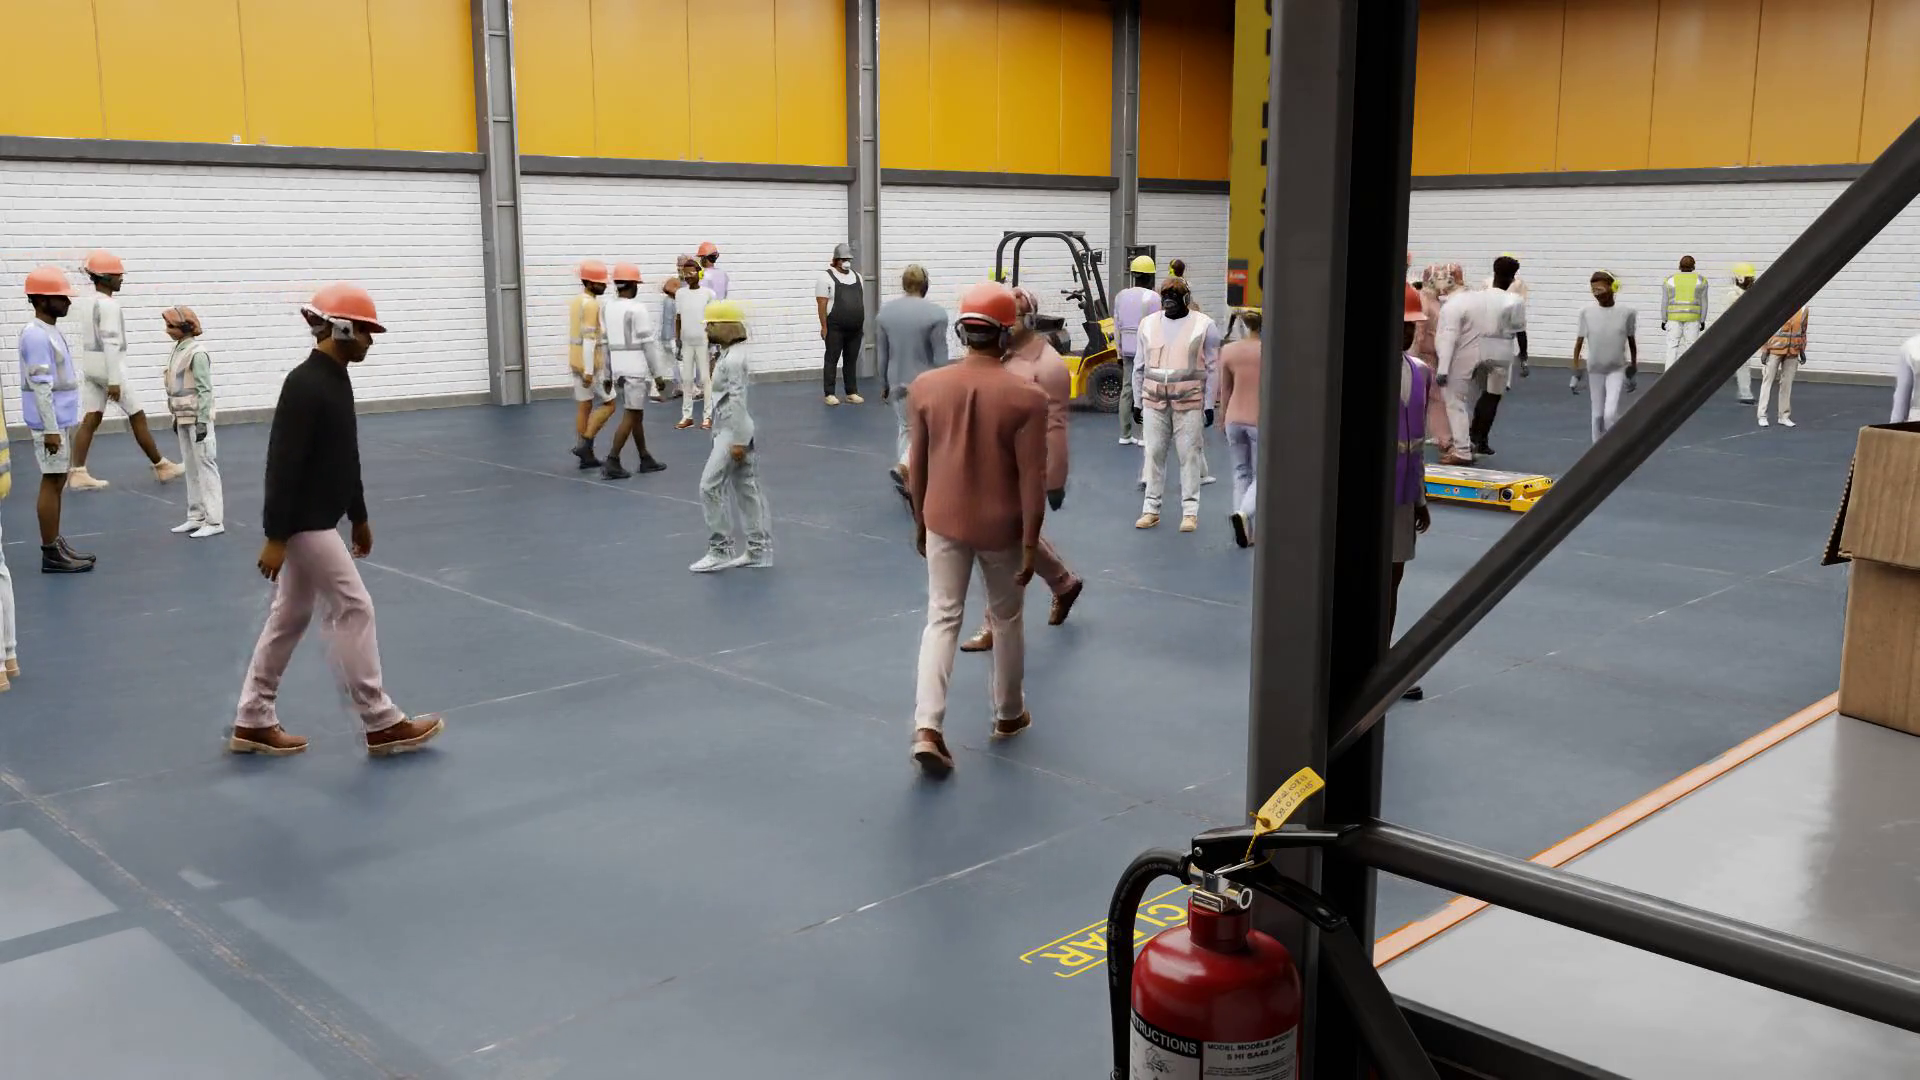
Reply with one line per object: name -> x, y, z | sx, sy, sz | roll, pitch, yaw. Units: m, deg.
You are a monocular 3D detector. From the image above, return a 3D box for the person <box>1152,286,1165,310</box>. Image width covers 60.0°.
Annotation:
person -> 2.220, -1.875, 17.553 | 0.550, 1.611, 0.532 | 5, 12, 27

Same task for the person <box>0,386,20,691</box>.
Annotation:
person -> -4.673, -0.198, 7.766 | 0.429, 1.841, 0.634 | -3, 11, -17

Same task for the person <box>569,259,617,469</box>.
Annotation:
person -> -3.353, -1.585, 15.144 | 0.445, 1.913, 0.546 | -8, 13, -39

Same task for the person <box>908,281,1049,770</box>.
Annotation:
person -> 0.048, -0.059, 6.715 | 0.610, 1.961, 0.984 | 3, 11, 16

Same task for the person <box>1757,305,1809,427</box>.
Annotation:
person -> 9.199, -2.079, 18.585 | 0.521, 1.636, 0.311 | 0, 10, -2

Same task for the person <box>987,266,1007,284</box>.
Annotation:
person -> 0.470, -2.715, 21.831 | 0.825, 1.719, 0.522 | -1, 10, -5

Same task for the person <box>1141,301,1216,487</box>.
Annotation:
person -> 1.833, -1.222, 14.020 | 0.521, 1.599, 0.850 | 10, 14, 42

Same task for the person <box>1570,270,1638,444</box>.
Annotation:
person -> 5.715, -1.471, 14.747 | 0.534, 1.824, 0.763 | 6, 12, 28

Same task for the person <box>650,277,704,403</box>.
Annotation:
person -> -3.583, -2.536, 21.182 | 0.840, 1.588, 0.510 | -2, 11, -10

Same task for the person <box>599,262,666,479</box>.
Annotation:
person -> -2.912, -1.500, 14.704 | 0.576, 1.909, 0.822 | 9, 14, 39

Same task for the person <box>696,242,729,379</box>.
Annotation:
person -> -3.319, -2.921, 22.066 | 0.391, 2.041, 0.615 | 5, 12, 27

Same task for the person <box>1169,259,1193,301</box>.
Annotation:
person -> 2.872, -2.784, 21.924 | 0.523, 1.834, 0.972 | -8, 13, -39

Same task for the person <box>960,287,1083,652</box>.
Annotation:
person -> 0.343, -0.391, 8.754 | 0.884, 1.876, 0.643 | -7, 12, -33

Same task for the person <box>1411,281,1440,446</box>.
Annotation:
person -> 4.645, -1.784, 16.870 | 0.733, 1.654, 0.556 | -1, 10, -7

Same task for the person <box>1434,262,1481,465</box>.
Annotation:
person -> 4.587, -1.615, 15.405 | 0.472, 1.876, 0.680 | 6, 12, 28

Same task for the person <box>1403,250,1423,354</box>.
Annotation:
person -> 5.590, -2.717, 21.138 | 0.613, 1.974, 0.591 | 7, 12, 33

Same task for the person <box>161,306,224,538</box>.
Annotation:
person -> -5.449, -0.838, 11.809 | 0.310, 1.640, 0.514 | -10, 15, -44

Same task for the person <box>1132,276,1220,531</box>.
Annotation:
person -> 1.543, -0.981, 12.038 | 0.636, 1.842, 0.429 | 4, 11, 23

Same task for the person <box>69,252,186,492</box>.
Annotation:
person -> -7.094, -1.418, 14.013 | 0.630, 1.984, 1.031 | 9, 14, 41

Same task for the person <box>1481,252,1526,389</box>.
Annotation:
person -> 7.400, -2.976, 22.773 | 0.589, 1.901, 0.709 | 1, 10, 8

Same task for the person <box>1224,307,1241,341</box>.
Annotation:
person -> 3.855, -2.746, 22.113 | 0.656, 1.686, 0.360 | 7, 13, 35

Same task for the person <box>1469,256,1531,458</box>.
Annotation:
person -> 5.146, -1.749, 15.966 | 0.503, 1.934, 0.608 | -8, 13, -36

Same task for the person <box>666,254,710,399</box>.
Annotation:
person -> -3.554, -2.749, 21.564 | 0.643, 1.880, 0.675 | 7, 12, 33

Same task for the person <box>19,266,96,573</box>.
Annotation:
person -> -5.735, -0.761, 10.574 | 0.376, 1.935, 0.550 | -4, 11, -22

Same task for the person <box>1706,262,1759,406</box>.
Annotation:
person -> 9.751, -2.602, 20.983 | 0.834, 1.808, 0.591 | 8, 13, 37

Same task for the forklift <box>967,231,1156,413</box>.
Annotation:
forklift -> 1.222, -2.721, 20.561 | 2.313, 2.155, 1.214 | 2, 11, 13

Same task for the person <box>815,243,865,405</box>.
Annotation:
person -> -1.457, -2.737, 21.069 | 0.688, 2.000, 0.536 | -8, 13, -38

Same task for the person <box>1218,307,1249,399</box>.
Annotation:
person -> 3.741, -2.624, 21.163 | 0.606, 1.781, 0.951 | -9, 14, -41

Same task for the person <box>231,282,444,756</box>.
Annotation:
person -> -2.581, -0.068, 6.775 | 0.962, 1.933, 0.642 | -2, 11, -12

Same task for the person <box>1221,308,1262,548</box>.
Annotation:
person -> 1.939, -0.774, 11.189 | 0.526, 1.748, 0.578 | 8, 13, 36

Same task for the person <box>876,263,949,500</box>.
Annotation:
person -> -0.403, -1.236, 13.228 | 0.631, 1.923, 0.642 | 5, 12, 26

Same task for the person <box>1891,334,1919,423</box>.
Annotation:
person -> 5.624, -0.548, 9.485 | 0.624, 1.922, 0.835 | 10, 14, 42

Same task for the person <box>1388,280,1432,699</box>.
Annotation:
person -> 1.936, -0.211, 7.578 | 0.543, 1.938, 0.356 | -6, 12, -30

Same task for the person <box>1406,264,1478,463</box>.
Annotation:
person -> 4.471, -1.663, 15.720 | 0.905, 1.861, 0.665 | 5, 12, 25

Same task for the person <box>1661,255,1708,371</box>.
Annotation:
person -> 10.441, -3.175, 24.001 | 0.625, 1.845, 0.429 | 5, 11, 24

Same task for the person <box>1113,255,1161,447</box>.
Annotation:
person -> 1.821, -1.901, 16.821 | 0.366, 1.926, 0.594 | -10, 15, -44

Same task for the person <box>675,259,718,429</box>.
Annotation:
person -> -2.913, -2.153, 18.348 | 0.517, 1.873, 0.334 | 3, 11, 15

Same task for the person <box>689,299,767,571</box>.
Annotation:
person -> -1.528, -0.655, 10.564 | 0.641, 1.720, 0.516 | -2, 11, -10

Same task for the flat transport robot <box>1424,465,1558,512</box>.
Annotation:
flat transport robot -> 4.113, -0.433, 13.337 | 0.652, 0.197, 1.431 | -10, 14, -44

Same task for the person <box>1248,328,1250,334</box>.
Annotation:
person -> 3.706, -2.294, 19.310 | 0.919, 1.796, 0.611 | -7, 13, -35
